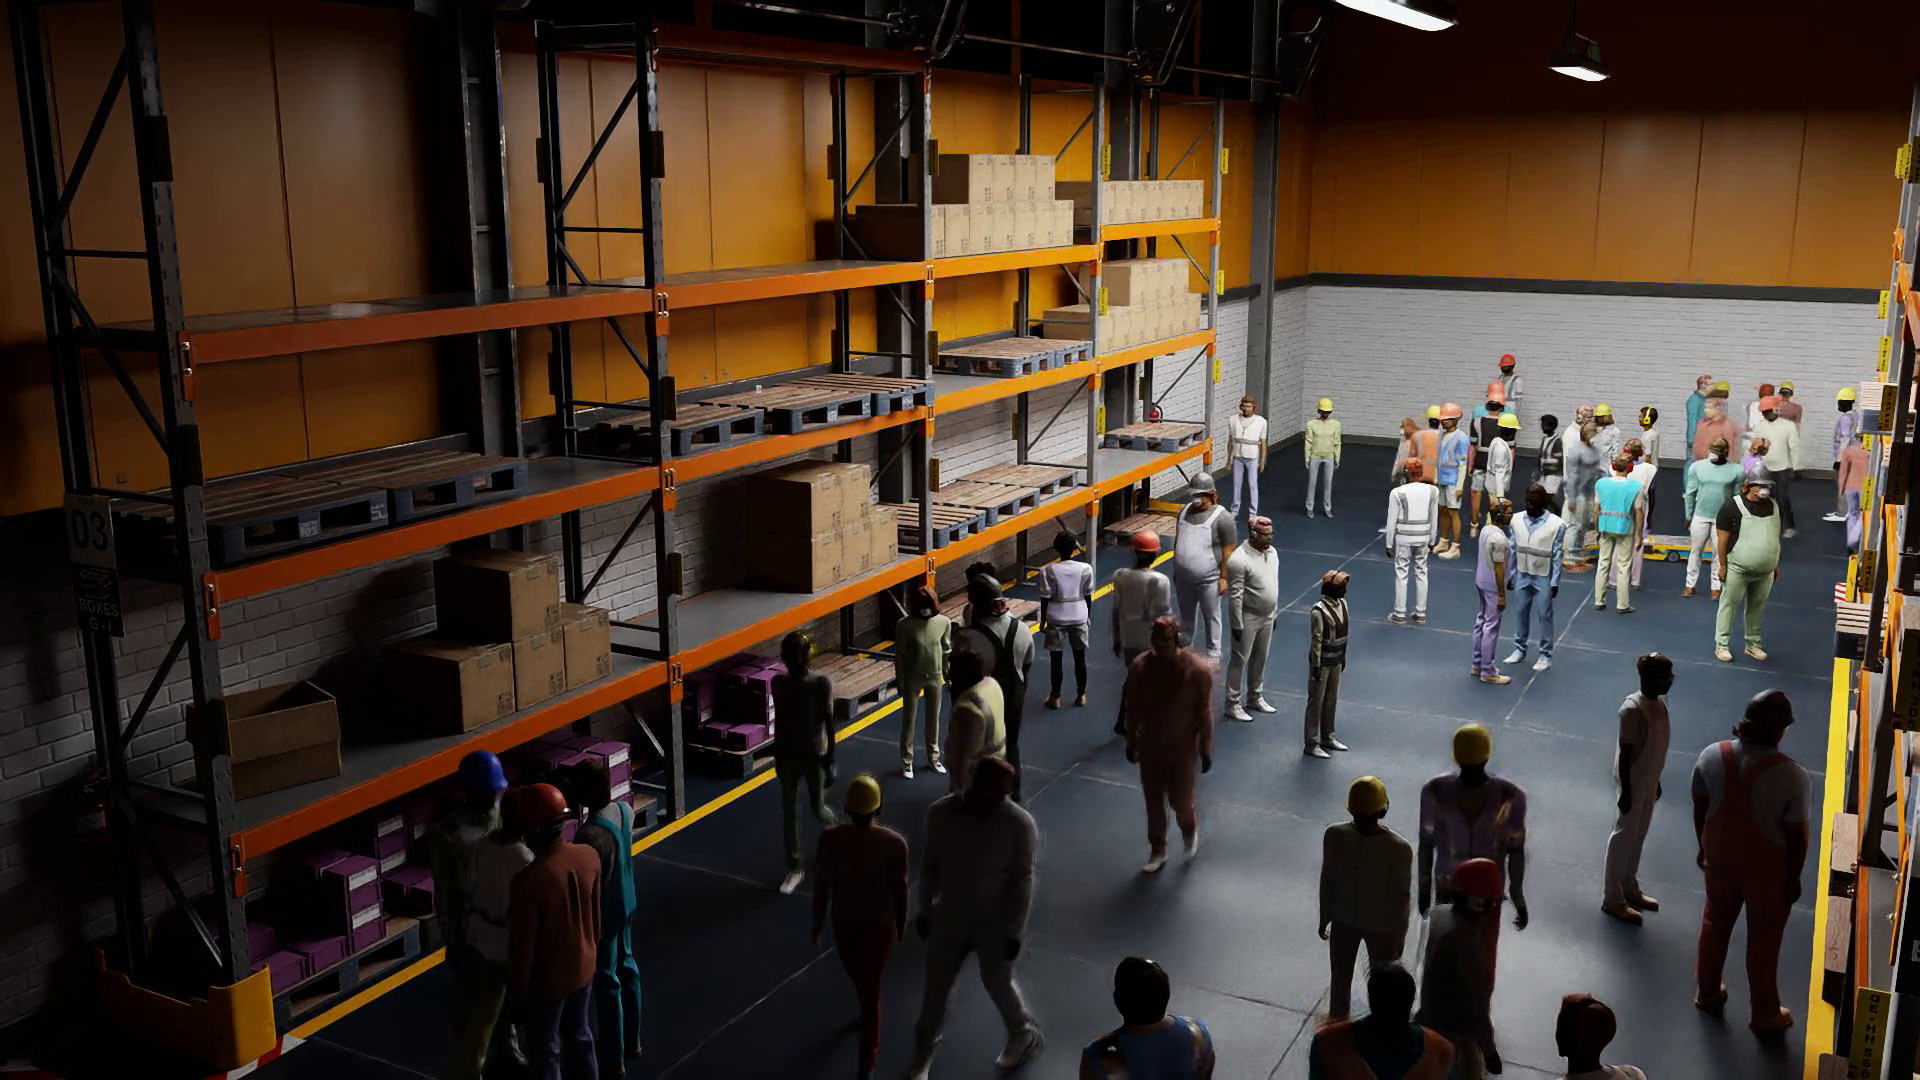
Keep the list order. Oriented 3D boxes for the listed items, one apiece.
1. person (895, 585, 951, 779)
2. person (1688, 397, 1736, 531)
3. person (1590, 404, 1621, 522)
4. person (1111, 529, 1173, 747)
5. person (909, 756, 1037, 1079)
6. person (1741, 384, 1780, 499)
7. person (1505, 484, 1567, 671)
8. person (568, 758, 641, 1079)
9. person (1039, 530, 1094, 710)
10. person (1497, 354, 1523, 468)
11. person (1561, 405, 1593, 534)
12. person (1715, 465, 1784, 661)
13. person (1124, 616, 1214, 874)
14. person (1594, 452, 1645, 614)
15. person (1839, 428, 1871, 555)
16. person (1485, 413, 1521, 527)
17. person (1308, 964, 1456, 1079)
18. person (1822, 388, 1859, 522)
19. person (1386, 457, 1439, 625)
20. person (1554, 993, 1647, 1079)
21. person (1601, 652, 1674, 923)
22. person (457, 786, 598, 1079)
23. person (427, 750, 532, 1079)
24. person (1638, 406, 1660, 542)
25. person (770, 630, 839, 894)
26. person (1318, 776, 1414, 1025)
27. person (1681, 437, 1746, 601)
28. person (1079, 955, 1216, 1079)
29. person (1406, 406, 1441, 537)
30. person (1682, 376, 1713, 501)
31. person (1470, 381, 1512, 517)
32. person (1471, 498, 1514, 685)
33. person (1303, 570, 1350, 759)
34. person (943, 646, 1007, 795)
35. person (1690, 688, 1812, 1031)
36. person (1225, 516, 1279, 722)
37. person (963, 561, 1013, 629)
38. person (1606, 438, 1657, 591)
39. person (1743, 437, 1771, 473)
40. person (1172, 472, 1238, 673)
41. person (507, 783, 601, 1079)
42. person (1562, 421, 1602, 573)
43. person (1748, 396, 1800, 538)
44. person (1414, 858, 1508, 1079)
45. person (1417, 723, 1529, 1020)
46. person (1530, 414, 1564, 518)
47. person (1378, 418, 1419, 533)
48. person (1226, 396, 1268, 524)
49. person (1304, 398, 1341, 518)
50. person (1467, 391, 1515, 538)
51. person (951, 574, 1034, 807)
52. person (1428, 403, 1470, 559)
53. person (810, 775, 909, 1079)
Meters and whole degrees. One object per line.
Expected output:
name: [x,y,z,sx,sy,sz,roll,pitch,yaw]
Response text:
person: [-0.300,1.165,13.811,0.499,1.633,0.279,-5,13,-20]
person: [10.471,-1.050,23.167,0.500,1.890,0.643,-4,13,-19]
person: [9.077,-1.065,23.574,0.318,1.736,0.486,-12,17,-43]
person: [1.600,0.860,14.540,0.563,1.922,0.428,11,17,40]
person: [0.073,2.078,9.227,0.683,1.867,0.585,4,13,15]
person: [12.020,-1.429,24.998,0.994,1.832,0.584,-10,16,-38]
person: [5.806,0.362,16.806,0.414,1.906,0.592,-10,16,-39]
person: [-1.979,2.086,9.225,0.345,1.840,0.504,4,13,15]
person: [0.987,0.747,15.533,0.536,1.699,0.322,-2,13,-11]
person: [9.206,-2.168,28.052,0.373,1.933,0.549,-5,14,-22]
person: [8.332,-0.881,22.387,0.403,1.897,0.654,12,17,43]
person: [8.113,0.240,17.035,0.685,2.000,0.538,-1,13,-6]
person: [1.482,1.457,11.912,0.680,1.892,0.446,7,15,30]
person: [7.459,-0.076,18.882,0.567,1.848,0.389,11,17,41]
person: [11.816,-0.685,21.845,0.722,1.743,0.534,-9,16,-36]
person: [6.967,-0.680,21.432,0.397,1.920,0.587,4,13,16]
person: [1.707,2.580,6.889,0.602,1.899,0.516,1,13,3]
person: [12.650,-1.221,23.831,0.387,1.927,0.589,10,16,39]
person: [4.992,0.016,18.411,0.582,1.879,0.357,-2,13,-8]
person: [2.398,2.662,6.543,0.574,1.884,0.356,-6,14,-25]
person: [4.580,1.641,11.205,0.515,1.843,0.326,-12,17,-43]
person: [-2.386,2.174,8.969,0.582,1.781,0.937,11,16,40]
person: [-2.586,2.071,9.048,0.384,1.948,0.605,7,15,30]
person: [9.195,-0.863,22.354,0.327,1.874,0.520,8,15,31]
person: [-1.082,1.515,11.750,0.523,1.856,0.702,4,13,16]
person: [2.227,2.132,9.210,0.523,1.759,0.350,8,15,33]
person: [8.822,-0.255,19.487,0.628,1.936,0.374,7,14,28]
person: [0.739,2.593,6.941,0.630,1.846,0.429,-6,14,-26]
person: [6.313,-0.862,22.355,0.611,1.879,1.007,4,13,17]
person: [11.307,-1.561,25.400,0.408,1.909,0.642,11,17,41]
person: [7.699,-1.317,24.109,0.622,1.992,0.396,-2,13,-8]
person: [5.251,0.491,16.351,0.345,1.846,0.507,0,13,-2]
person: [3.164,1.055,14.314,0.313,1.634,0.514,11,17,42]
person: [0.079,1.606,11.402,0.459,1.823,0.643,4,13,16]
person: [4.688,1.851,9.819,0.536,2.000,0.681,-9,15,-34]
person: [2.713,0.710,15.263,0.645,1.898,0.398,-11,17,-41]
person: [0.207,1.121,13.298,0.394,1.958,0.599,-9,15,-35]
person: [7.994,-0.293,19.866,0.570,1.840,0.372,1,13,3]
person: [10.162,-0.514,21.336,0.318,1.631,0.520,1,13,4]
person: [2.382,0.322,16.667,0.688,2.000,0.538,11,17,41]
person: [-2.059,2.192,8.446,0.411,1.980,0.625,6,14,26]
person: [7.797,-0.549,20.846,0.666,1.921,0.385,-11,16,-39]
person: [11.137,-1.004,22.814,0.503,1.948,0.668,-9,15,-35]
person: [2.483,2.381,8.224,0.891,1.699,0.570,2,13,7]
person: [2.960,1.973,9.623,0.633,1.952,0.503,4,13,16]
person: [8.171,-0.899,22.938,0.612,1.682,0.586,-1,13,-6]
person: [6.242,-0.909,23.182,0.816,1.600,0.503,-2,13,-8]
person: [4.098,-1.156,23.759,0.563,1.836,0.386,7,14,29]
person: [5.238,-1.182,24.035,0.526,1.762,0.338,0,13,0]
person: [7.234,-1.015,22.690,0.609,2.032,0.410,6,14,24]
person: [0.193,1.235,12.578,0.681,2.000,0.535,-8,15,-31]
person: [6.321,-0.768,21.571,0.406,2.035,0.611,-4,13,-15]
person: [-0.541,2.108,9.380,0.524,1.726,0.889,3,13,14]
